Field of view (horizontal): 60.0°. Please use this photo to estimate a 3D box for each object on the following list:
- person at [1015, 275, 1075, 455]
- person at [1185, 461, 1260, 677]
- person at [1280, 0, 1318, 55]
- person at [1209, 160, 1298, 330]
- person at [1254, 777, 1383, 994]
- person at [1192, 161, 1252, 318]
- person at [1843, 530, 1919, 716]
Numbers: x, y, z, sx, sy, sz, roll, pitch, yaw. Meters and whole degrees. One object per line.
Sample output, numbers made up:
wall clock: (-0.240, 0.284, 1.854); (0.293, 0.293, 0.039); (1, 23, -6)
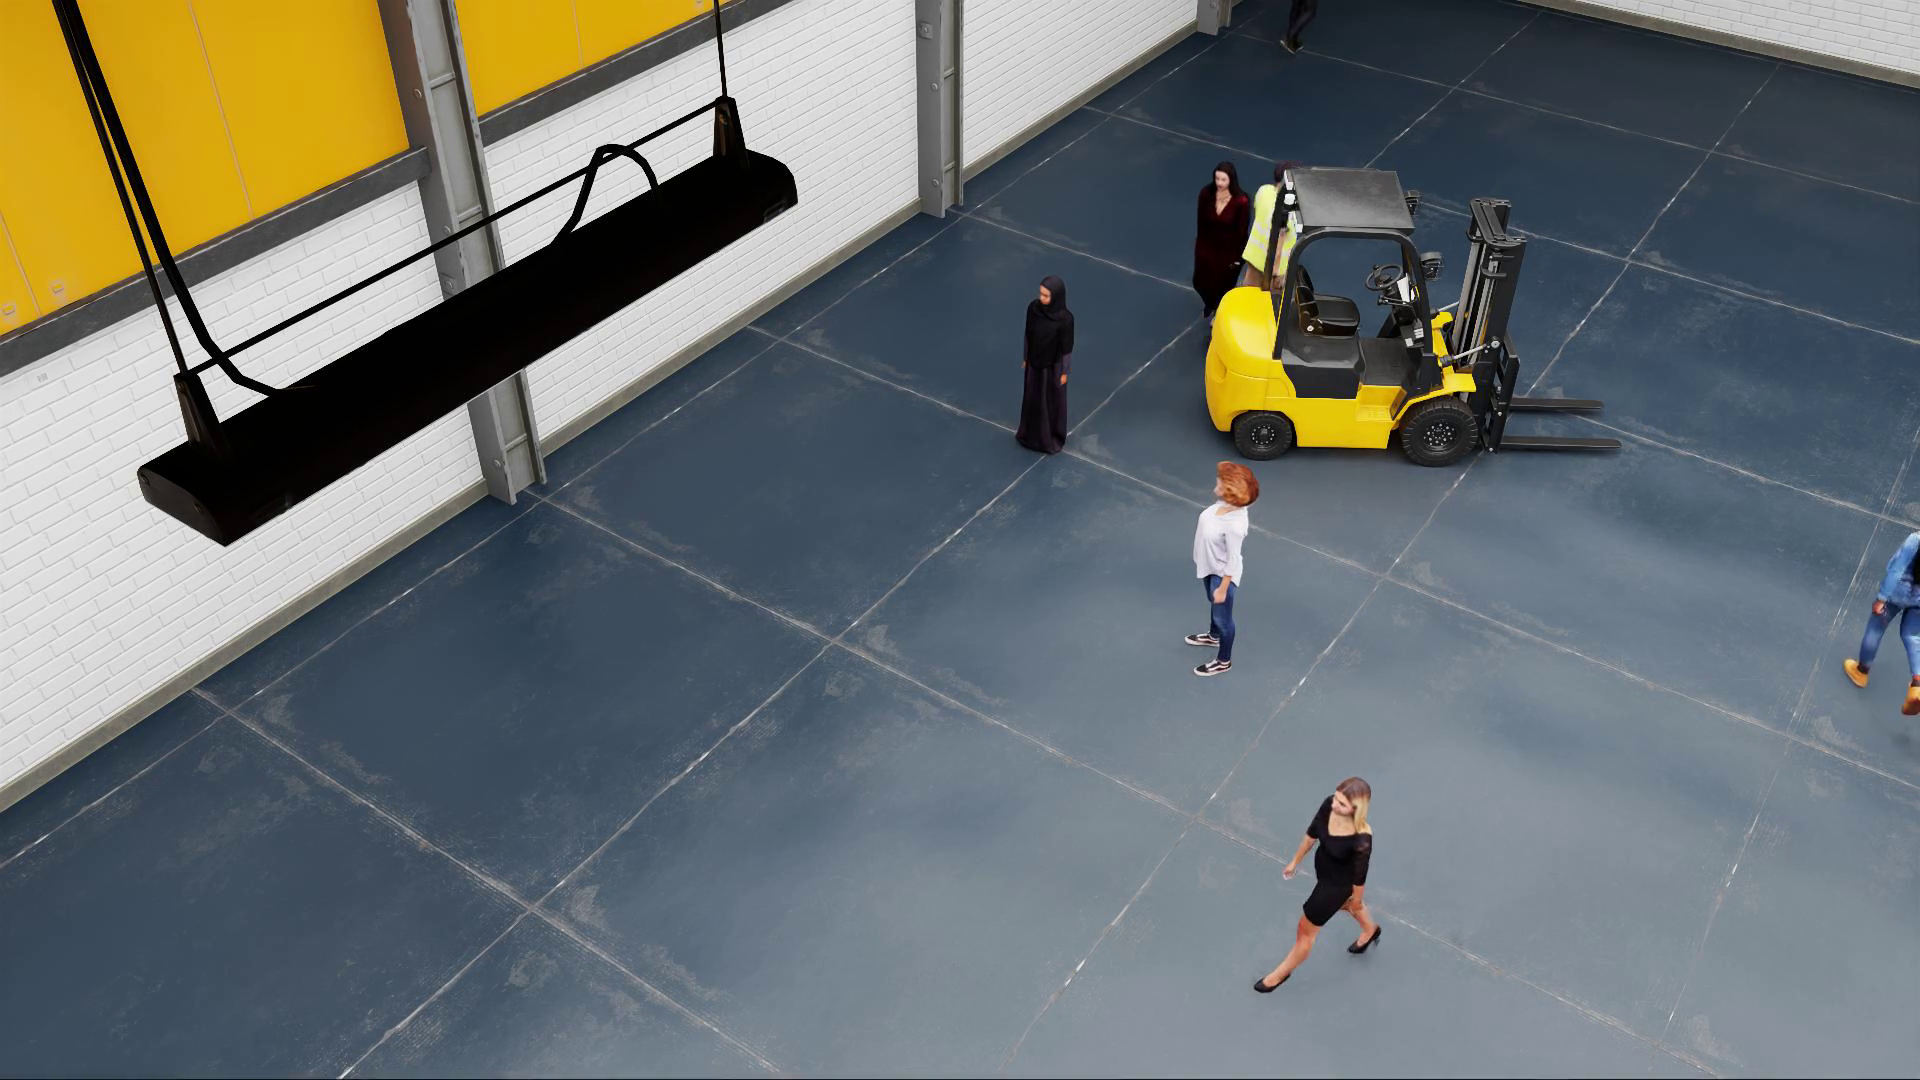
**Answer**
person: (0.719, -1.465, 13.653); (0.589, 1.614, 0.570); (24, 45, 27)
person: (1.831, 0.180, 11.516); (0.803, 1.710, 0.727); (-2, 39, -3)
person: (4.095, -6.703, 20.075); (0.726, 1.783, 0.867); (31, 48, 33)
person: (2.698, -2.507, 14.796); (1.280, 1.815, 1.159); (-11, 40, -14)
person: (2.188, 1.911, 9.414); (1.118, 1.629, 0.986); (-11, 40, -13)
person: (2.423, -2.688, 15.090); (0.699, 1.731, 0.719); (18, 42, 21)
person: (6.424, 0.458, 11.180); (0.951, 1.694, 1.072); (-1, 39, -2)
